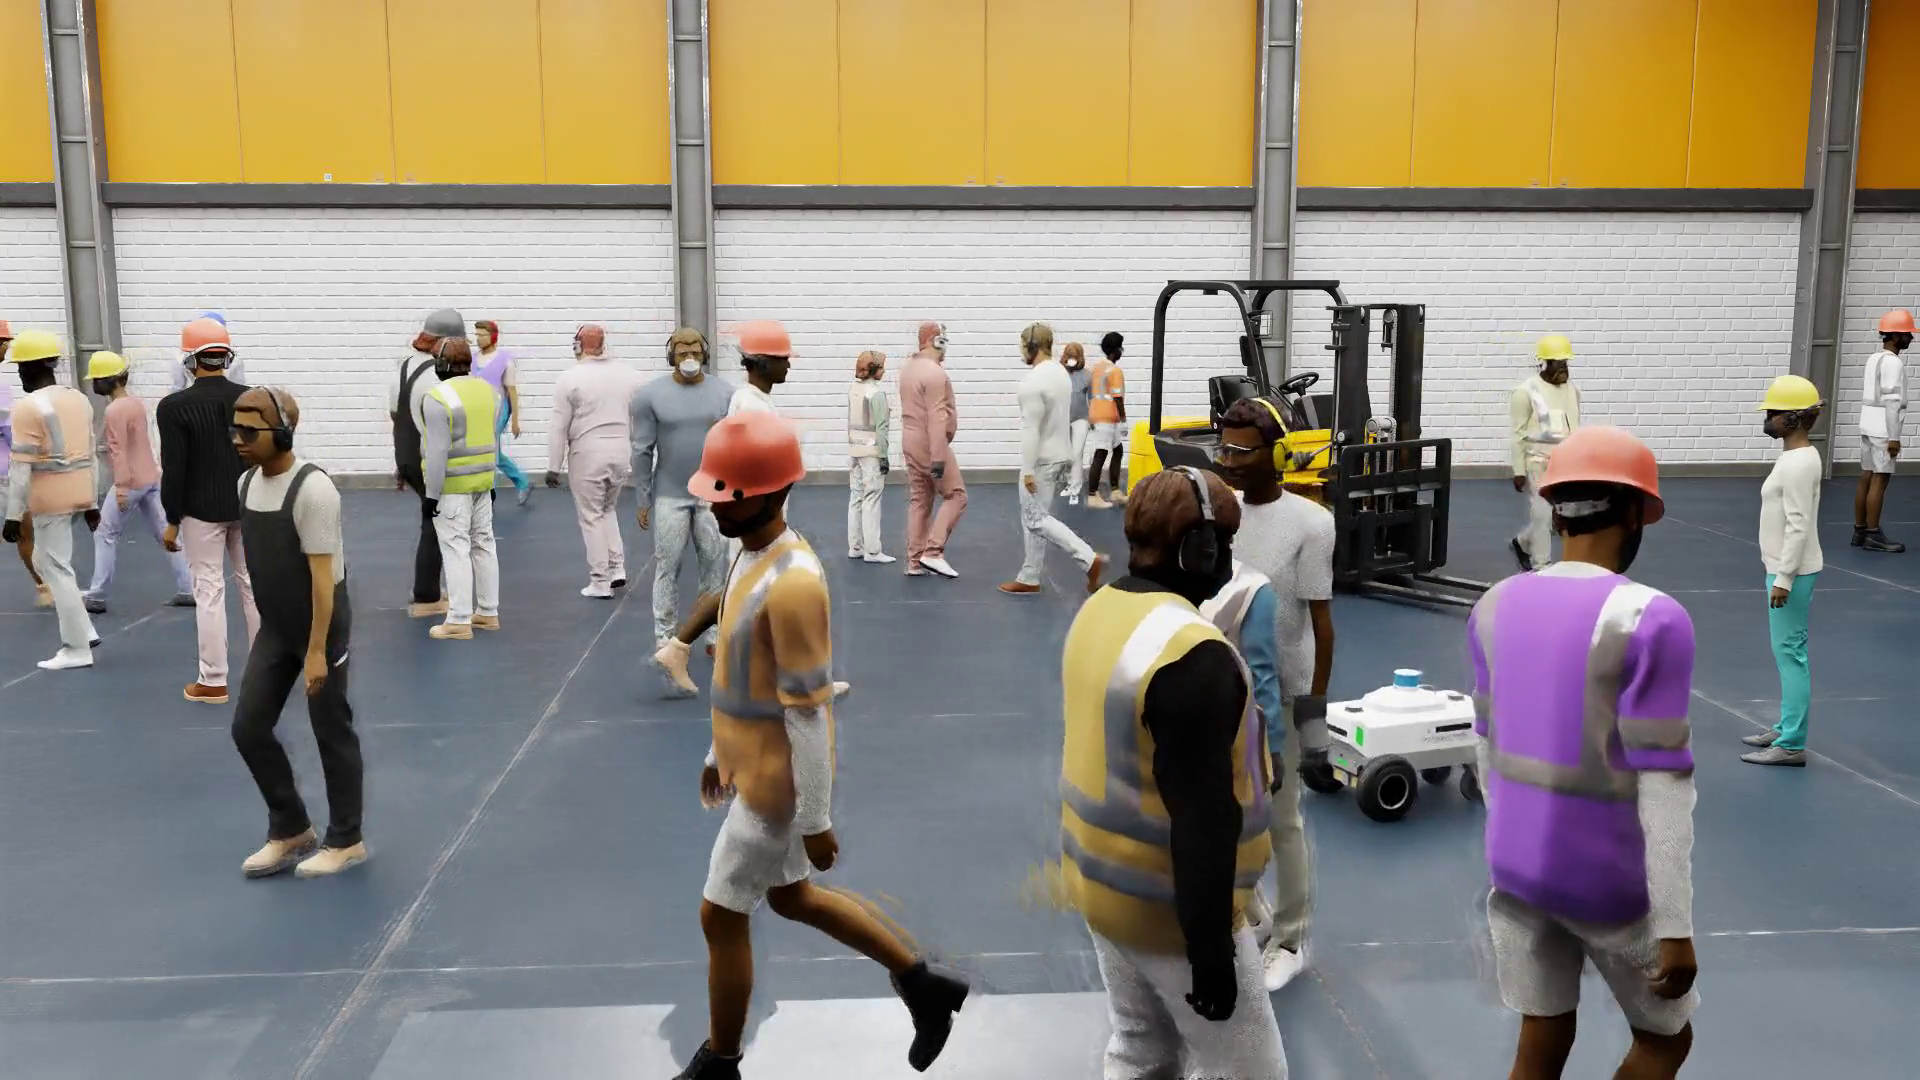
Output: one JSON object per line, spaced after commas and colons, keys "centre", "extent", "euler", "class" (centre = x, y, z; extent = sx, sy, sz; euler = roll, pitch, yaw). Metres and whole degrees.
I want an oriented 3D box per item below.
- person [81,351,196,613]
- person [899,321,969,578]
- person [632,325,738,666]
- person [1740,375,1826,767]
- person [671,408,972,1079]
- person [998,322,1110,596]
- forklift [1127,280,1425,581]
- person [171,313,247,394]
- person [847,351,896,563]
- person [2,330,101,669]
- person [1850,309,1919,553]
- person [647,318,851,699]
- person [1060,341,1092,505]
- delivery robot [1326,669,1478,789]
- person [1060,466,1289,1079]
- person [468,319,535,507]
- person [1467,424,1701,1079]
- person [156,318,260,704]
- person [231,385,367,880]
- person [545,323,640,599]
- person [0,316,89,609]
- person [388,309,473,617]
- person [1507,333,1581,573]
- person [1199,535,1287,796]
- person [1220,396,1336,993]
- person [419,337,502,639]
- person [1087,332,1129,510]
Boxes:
{"centre": [-5.483, -0.362, 10.856], "extent": [0.888, 1.716, 0.577], "euler": [-1, 9, -6], "class": "person"}
{"centre": [-0.188, -0.655, 12.186], "extent": [0.478, 1.879, 0.643], "euler": [-4, 10, -24], "class": "person"}
{"centre": [-1.522, -0.237, 9.368], "extent": [0.635, 1.936, 0.355], "euler": [-3, 10, -19], "class": "person"}
{"centre": [3.726, 0.140, 7.541], "extent": [0.327, 1.767, 0.533], "euler": [5, 10, 27], "class": "person"}
{"centre": [-0.409, 0.591, 4.309], "extent": [0.861, 1.897, 0.569], "euler": [-2, 9, -11], "class": "person"}
{"centre": [0.638, -0.520, 11.285], "extent": [0.781, 1.906, 0.634], "euler": [4, 10, 24], "class": "person"}
{"centre": [2.301, -0.860, 12.475], "extent": [1.214, 2.155, 2.313], "euler": [-6, 11, -35], "class": "forklift"}
{"centre": [-6.631, -1.052, 14.669], "extent": [0.655, 1.892, 1.012], "euler": [-8, 12, -42], "class": "person"}
{"centre": [-0.703, -0.640, 12.841], "extent": [0.311, 1.636, 0.523], "euler": [-5, 11, -31], "class": "person"}
{"centre": [-5.103, -0.211, 9.299], "extent": [0.471, 1.913, 0.594], "euler": [0, 9, -1], "class": "person"}
{"centre": [7.442, -0.875, 13.372], "extent": [0.366, 1.939, 0.542], "euler": [2, 9, 12], "class": "person"}
{"centre": [-1.117, -0.139, 8.575], "extent": [1.000, 2.008, 0.615], "euler": [-2, 9, -12], "class": "person"}
{"centre": [1.136, -1.168, 16.323], "extent": [0.519, 1.585, 0.774], "euler": [3, 10, 20], "class": "person"}
{"centre": [1.865, 0.786, 6.977], "extent": [0.707, 0.478, 0.477], "euler": [-4, 10, -22], "class": "delivery robot"}
{"centre": [0.438, 0.756, 3.495], "extent": [0.445, 1.822, 0.640], "euler": [-2, 9, -14], "class": "person"}
{"centre": [-4.337, -1.156, 15.549], "extent": [0.577, 1.820, 0.902], "euler": [6, 11, 34], "class": "person"}
{"centre": [1.346, 0.712, 3.545], "extent": [0.486, 1.892, 0.636], "euler": [-5, 10, -29], "class": "person"}
{"centre": [-3.847, -0.151, 8.647], "extent": [0.375, 1.995, 0.611], "euler": [7, 11, 37], "class": "person"}
{"centre": [-2.418, 0.354, 6.014], "extent": [0.529, 1.823, 0.533], "euler": [5, 10, 27], "class": "person"}
{"centre": [-2.515, -0.542, 11.428], "extent": [0.485, 1.885, 0.675], "euler": [8, 12, 40], "class": "person"}
{"centre": [-6.213, -0.475, 10.698], "extent": [1.010, 2.004, 0.619], "euler": [-9, 12, -43], "class": "person"}
{"centre": [-3.364, -0.517, 10.805], "extent": [0.591, 2.000, 0.681], "euler": [-9, 12, -43], "class": "person"}
{"centre": [4.097, -0.550, 11.703], "extent": [0.598, 1.812, 0.574], "euler": [-4, 10, -24], "class": "person"}
{"centre": [0.676, 0.622, 4.964], "extent": [0.557, 1.618, 0.450], "euler": [8, 12, 41], "class": "person"}
{"centre": [0.899, 0.486, 5.097], "extent": [0.464, 1.851, 0.568], "euler": [-9, 13, -44], "class": "person"}
{"centre": [-3.068, -0.318, 10.180], "extent": [0.429, 1.842, 0.635], "euler": [4, 10, 22], "class": "person"}
{"centre": [1.465, -1.128, 15.770], "extent": [0.640, 1.666, 0.587], "euler": [-2, 9, -12], "class": "person"}
